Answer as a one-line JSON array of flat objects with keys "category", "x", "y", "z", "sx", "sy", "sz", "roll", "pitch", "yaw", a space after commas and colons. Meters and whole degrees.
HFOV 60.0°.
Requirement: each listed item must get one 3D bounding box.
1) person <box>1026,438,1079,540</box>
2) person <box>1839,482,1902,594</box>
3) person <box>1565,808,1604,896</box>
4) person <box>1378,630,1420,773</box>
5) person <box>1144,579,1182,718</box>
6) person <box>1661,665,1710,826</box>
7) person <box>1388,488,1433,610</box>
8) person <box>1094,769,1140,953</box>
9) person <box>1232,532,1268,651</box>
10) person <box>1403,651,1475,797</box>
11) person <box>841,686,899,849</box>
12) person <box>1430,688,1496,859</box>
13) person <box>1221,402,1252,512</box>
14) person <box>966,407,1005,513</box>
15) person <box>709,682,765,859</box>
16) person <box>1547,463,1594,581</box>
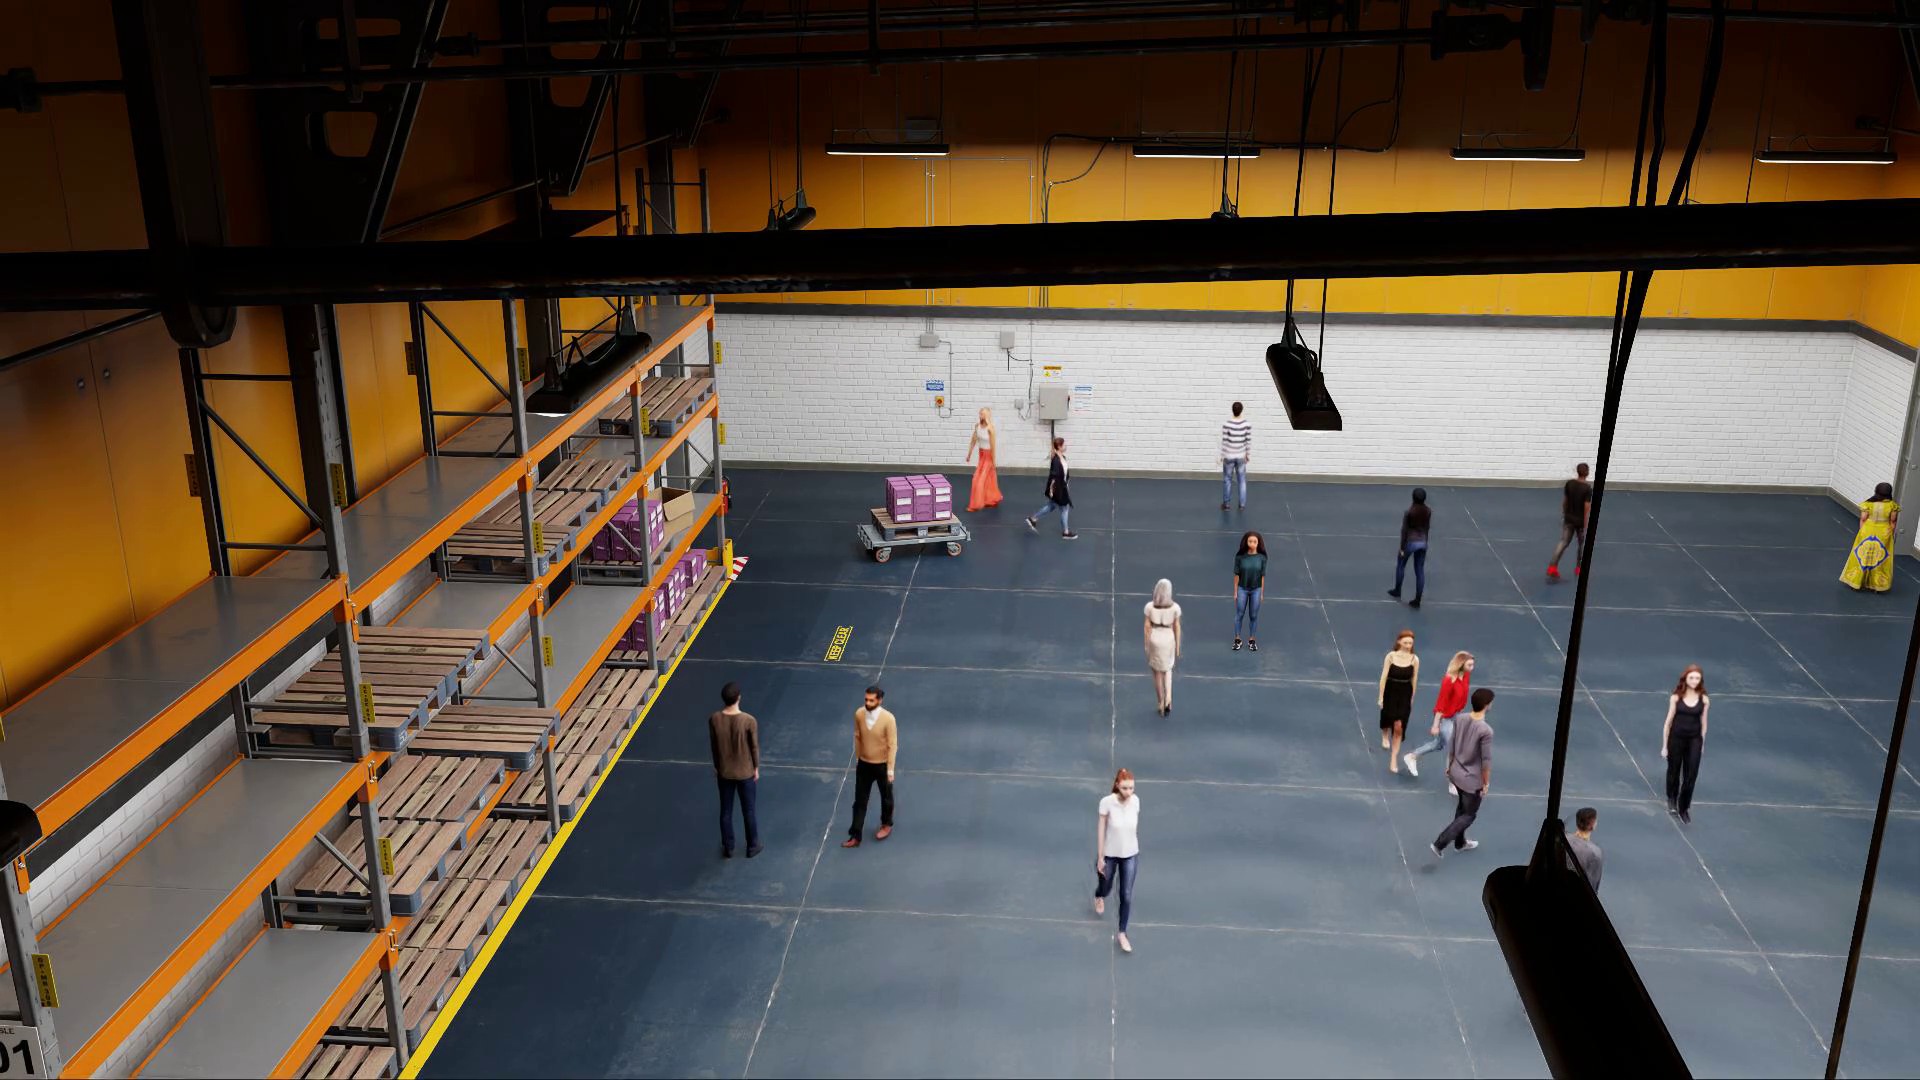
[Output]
[{"category": "person", "x": 1.456, "y": -0.817, "z": 26.437, "sx": 0.799, "sy": 1.653, "sz": 1.066, "roll": 5, "pitch": 19, "yaw": 14}, {"category": "person", "x": 13.295, "y": -0.051, "z": 24.155, "sx": 0.962, "sy": 1.659, "sz": 0.930, "roll": 9, "pitch": 20, "yaw": 24}, {"category": "person", "x": 5.295, "y": 3.165, "z": 14.467, "sx": 0.805, "sy": 1.747, "sz": 0.869, "roll": 16, "pitch": 25, "yaw": 40}, {"category": "person", "x": 4.948, "y": 1.756, "z": 18.893, "sx": 0.625, "sy": 1.591, "sz": 1.094, "roll": 3, "pitch": 19, "yaw": 10}, {"category": "person", "x": 2.419, "y": 1.335, "z": 19.937, "sx": 0.613, "sy": 1.724, "sz": 0.730, "roll": 1, "pitch": 19, "yaw": 3}, {"category": "person", "x": 7.670, "y": 2.096, "z": 17.677, "sx": 0.658, "sy": 1.723, "sz": 0.843, "roll": 4, "pitch": 19, "yaw": 12}, {"category": "person", "x": 6.467, "y": 0.136, "z": 23.499, "sx": 0.790, "sy": 1.722, "sz": 0.984, "roll": -3, "pitch": 19, "yaw": -10}, {"category": "person", "x": 1.424, "y": 2.884, "z": 15.346, "sx": 0.770, "sy": 1.717, "sz": 1.063, "roll": -4, "pitch": 19, "yaw": -13}, {"category": "person", "x": 3.839, "y": 0.665, "z": 22.093, "sx": 0.591, "sy": 1.617, "sz": 0.585, "roll": 2, "pitch": 19, "yaw": 6}, {"category": "person", "x": 5.247, "y": 1.958, "z": 18.178, "sx": 1.098, "sy": 1.665, "sz": 1.107, "roll": -17, "pitch": 25, "yaw": -42}, {"category": "person", "x": -0.822, "y": 2.283, "z": 17.118, "sx": 0.903, "sy": 1.726, "sz": 1.134, "roll": 8, "pitch": 20, "yaw": 24}, {"category": "person", "x": 5.023, "y": 2.383, "z": 16.677, "sx": 1.048, "sy": 1.819, "sz": 1.057, "roll": -10, "pitch": 21, "yaw": -28}, {"category": "person", "x": 4.613, "y": -1.409, "z": 27.883, "sx": 0.679, "sy": 1.852, "sz": 0.567, "roll": -1, "pitch": 19, "yaw": -3}, {"category": "person", "x": 0.514, "y": -1.368, "z": 27.887, "sx": 1.100, "sy": 1.773, "sz": 1.102, "roll": -11, "pitch": 22, "yaw": -29}, {"category": "person", "x": -2.262, "y": 2.317, "z": 16.763, "sx": 0.644, "sy": 1.888, "sz": 0.562, "roll": 2, "pitch": 19, "yaw": 7}, {"category": "person", "x": 9.033, "y": -0.257, "z": 24.571, "sx": 1.187, "sy": 1.782, "sz": 1.160, "roll": -14, "pitch": 23, "yaw": -35}]
